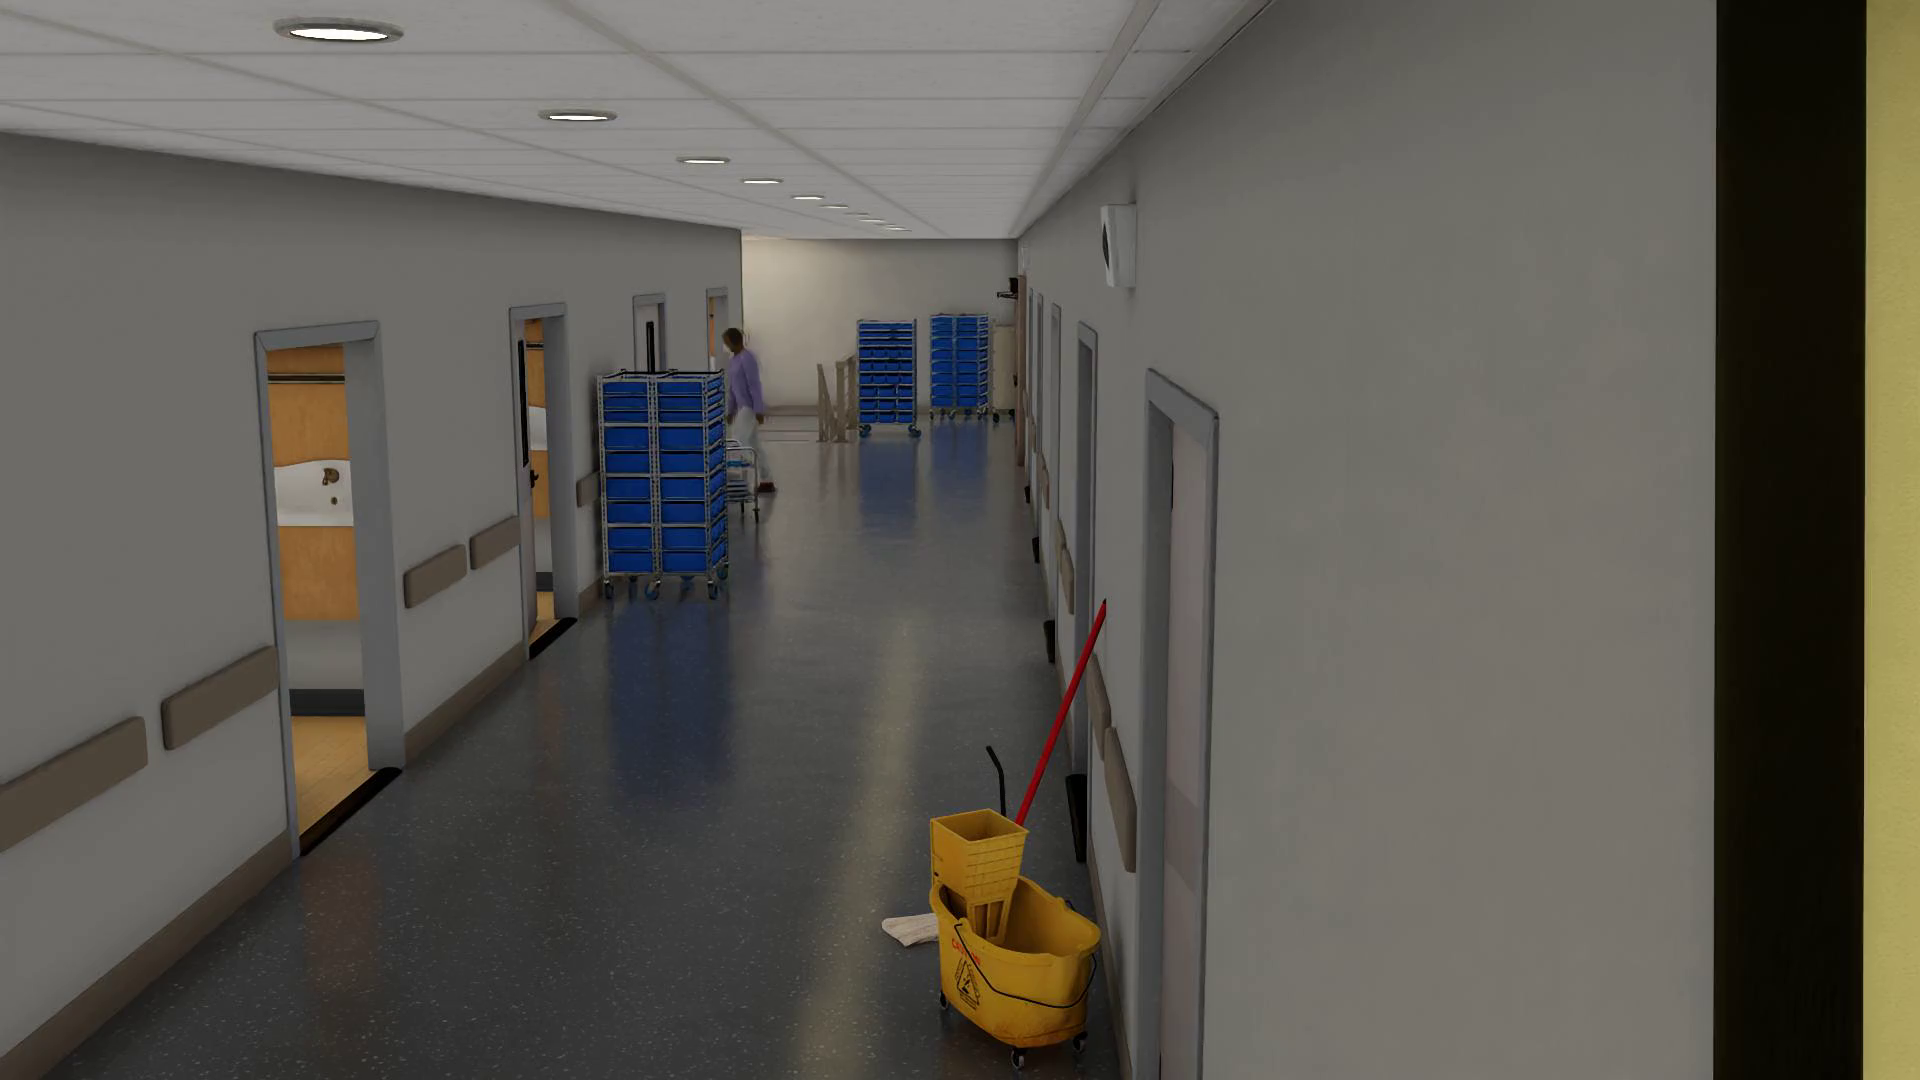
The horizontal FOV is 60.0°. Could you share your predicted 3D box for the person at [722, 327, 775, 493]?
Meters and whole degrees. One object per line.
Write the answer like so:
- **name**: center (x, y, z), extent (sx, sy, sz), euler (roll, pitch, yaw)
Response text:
- **person**: center (-2.491, -1.453, 18.832), extent (0.865, 1.884, 0.721), euler (-4, 10, -25)
